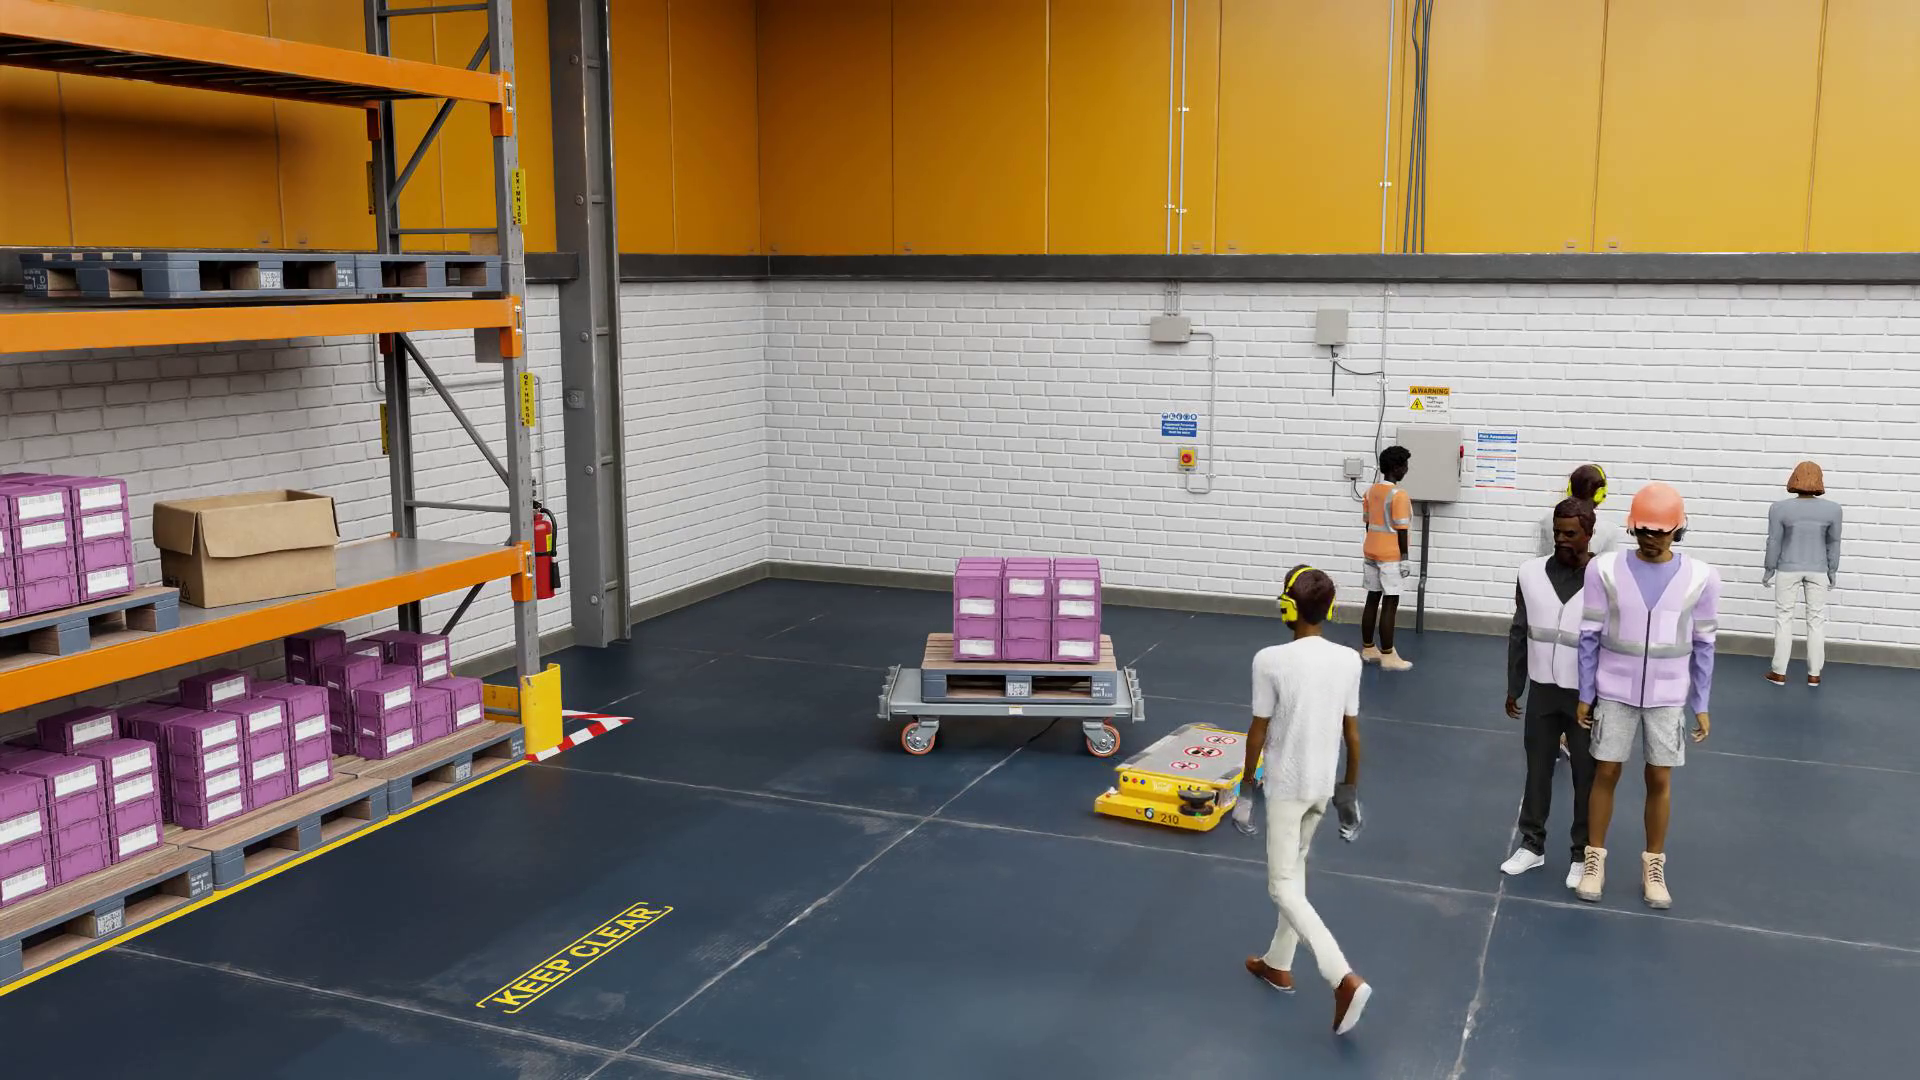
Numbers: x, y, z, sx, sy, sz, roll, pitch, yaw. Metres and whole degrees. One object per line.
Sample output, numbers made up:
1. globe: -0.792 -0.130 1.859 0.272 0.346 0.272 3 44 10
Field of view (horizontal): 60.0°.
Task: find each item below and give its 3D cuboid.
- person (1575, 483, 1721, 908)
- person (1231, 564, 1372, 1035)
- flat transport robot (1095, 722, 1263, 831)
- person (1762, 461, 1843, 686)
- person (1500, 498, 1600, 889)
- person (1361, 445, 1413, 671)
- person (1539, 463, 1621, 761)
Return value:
1. person: 3.231 0.734 7.862 0.605 2.033 0.401 3 10 20
2. person: 1.400 1.027 6.690 0.519 1.839 0.837 -5 10 -26
3. flat transport robot: 1.373 1.332 9.563 0.652 0.197 1.431 5 11 29
4. person: 6.080 0.244 12.031 0.498 1.634 0.279 2 10 14
5. person: 2.986 0.739 8.176 0.598 1.917 0.375 8 12 39
6. person: 3.225 0.131 12.541 0.321 1.692 0.529 -3 10 -17
7. person: 3.716 0.461 10.084 0.573 1.847 0.447 8 12 39
